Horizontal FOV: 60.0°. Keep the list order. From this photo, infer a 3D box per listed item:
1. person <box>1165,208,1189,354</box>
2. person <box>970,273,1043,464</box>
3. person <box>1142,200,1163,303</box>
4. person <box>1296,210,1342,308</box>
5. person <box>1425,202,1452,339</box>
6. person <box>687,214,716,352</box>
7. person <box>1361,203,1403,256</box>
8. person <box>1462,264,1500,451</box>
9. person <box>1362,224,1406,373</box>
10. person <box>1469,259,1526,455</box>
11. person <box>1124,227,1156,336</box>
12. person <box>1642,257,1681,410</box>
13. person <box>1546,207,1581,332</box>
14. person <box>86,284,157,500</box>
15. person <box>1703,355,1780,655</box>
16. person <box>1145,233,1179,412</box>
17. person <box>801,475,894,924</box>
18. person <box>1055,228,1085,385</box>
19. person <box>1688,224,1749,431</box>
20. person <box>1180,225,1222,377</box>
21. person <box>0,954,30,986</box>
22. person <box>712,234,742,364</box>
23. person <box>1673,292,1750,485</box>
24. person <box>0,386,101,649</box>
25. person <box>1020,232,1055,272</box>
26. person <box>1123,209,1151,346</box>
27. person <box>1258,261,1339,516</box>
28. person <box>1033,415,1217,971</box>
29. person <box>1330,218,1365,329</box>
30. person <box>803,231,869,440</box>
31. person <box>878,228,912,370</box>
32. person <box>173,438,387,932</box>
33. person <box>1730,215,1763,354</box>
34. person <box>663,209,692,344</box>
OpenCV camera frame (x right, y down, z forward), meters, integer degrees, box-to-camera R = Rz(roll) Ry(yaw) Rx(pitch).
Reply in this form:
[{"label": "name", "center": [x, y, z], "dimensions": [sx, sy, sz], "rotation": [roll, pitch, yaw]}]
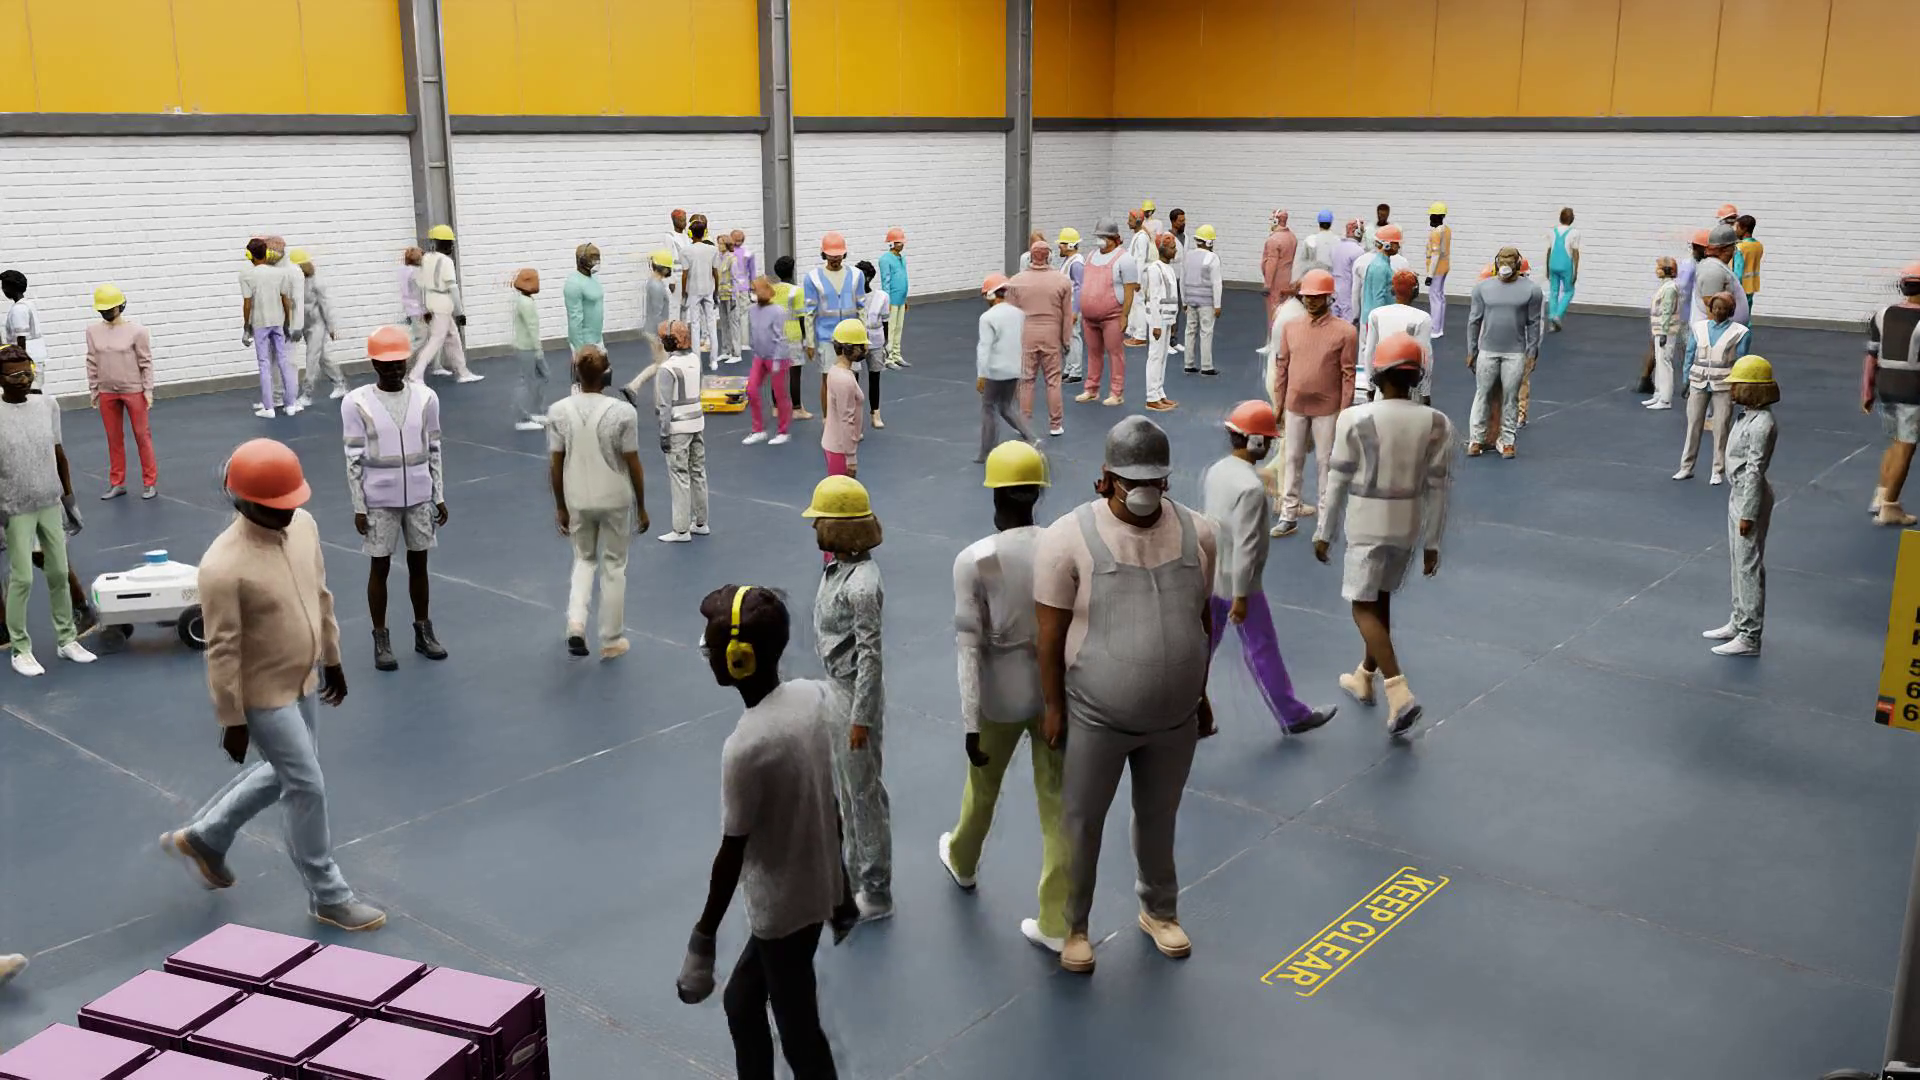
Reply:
[{"label": "person", "center": [2.864, -3.469, 22.285], "dimensions": [0.391, 1.920, 0.593], "rotation": [10, 17, 36]}, {"label": "person", "center": [0.419, -1.514, 14.883], "dimensions": [0.628, 1.717, 0.617], "rotation": [10, 17, 35]}, {"label": "person", "center": [3.188, -4.866, 28.198], "dimensions": [0.526, 1.760, 0.345], "rotation": [10, 17, 35]}, {"label": "person", "center": [4.856, -3.481, 22.411], "dimensions": [0.616, 1.888, 1.032], "rotation": [-1, 14, -2]}, {"label": "person", "center": [6.798, -3.847, 23.775], "dimensions": [0.370, 1.929, 0.585], "rotation": [9, 16, 31]}, {"label": "person", "center": [-3.480, -3.462, 22.412], "dimensions": [0.429, 1.841, 0.634], "rotation": [-5, 15, -19]}, {"label": "person", "center": [6.257, -4.046, 24.673], "dimensions": [0.642, 1.888, 0.796], "rotation": [7, 16, 26]}, {"label": "person", "center": [4.934, -1.703, 15.577], "dimensions": [0.337, 1.743, 0.563], "rotation": [2, 14, 9]}, {"label": "person", "center": [4.455, -2.331, 17.604], "dimensions": [0.407, 1.987, 0.614], "rotation": [3, 14, 13]}, {"label": "person", "center": [4.984, -1.712, 15.382], "dimensions": [0.528, 1.860, 0.322], "rotation": [-2, 14, -7]}, {"label": "person", "center": [2.647, -3.760, 24.128], "dimensions": [0.512, 1.579, 0.897], "rotation": [9, 17, 33]}, {"label": "person", "center": [7.566, -2.222, 17.891], "dimensions": [0.318, 1.630, 0.513], "rotation": [3, 14, 13]}, {"label": "person", "center": [8.874, -3.979, 24.500], "dimensions": [0.528, 1.827, 0.413], "rotation": [12, 19, 40]}, {"label": "person", "center": [-6.822, -1.196, 13.527], "dimensions": [0.524, 1.760, 0.326], "rotation": [0, 14, -1]}, {"label": "person", "center": [4.519, -0.202, 9.611], "dimensions": [0.342, 1.735, 0.484], "rotation": [4, 15, 16]}, {"label": "person", "center": [2.169, -2.329, 17.802], "dimensions": [0.356, 1.883, 0.573], "rotation": [5, 15, 21]}, {"label": "person", "center": [-0.434, 0.607, 6.349], "dimensions": [0.309, 1.743, 0.494], "rotation": [-4, 15, -15]}, {"label": "person", "center": [1.286, -2.746, 19.568], "dimensions": [0.404, 1.829, 0.600], "rotation": [-2, 14, -7]}, {"label": "person", "center": [7.613, -2.132, 16.694], "dimensions": [0.537, 2.000, 0.682], "rotation": [5, 15, 19]}, {"label": "person", "center": [2.941, -2.894, 20.161], "dimensions": [0.404, 1.830, 0.602], "rotation": [-12, 18, -40]}, {"label": "person", "center": [-3.729, 0.717, 5.790], "dimensions": [0.917, 1.792, 0.510], "rotation": [1, 14, 5]}, {"label": "person", "center": [-2.984, -3.093, 21.345], "dimensions": [0.309, 1.641, 0.514], "rotation": [-10, 17, -35]}, {"label": "person", "center": [6.405, -1.293, 14.156], "dimensions": [0.514, 1.639, 0.310], "rotation": [12, 19, 41]}, {"label": "person", "center": [-5.492, -0.291, 9.670], "dimensions": [0.675, 1.906, 0.752], "rotation": [6, 15, 22]}, {"label": "person", "center": [1.028, -3.382, 22.567], "dimensions": [0.523, 1.604, 0.538], "rotation": [-5, 15, -17]}, {"label": "person", "center": [2.456, -3.614, 22.958], "dimensions": [0.354, 1.879, 0.582], "rotation": [0, 14, 1]}, {"label": "person", "center": [2.636, -1.186, 12.913], "dimensions": [0.581, 2.000, 0.721], "rotation": [7, 16, 26]}, {"label": "person", "center": [0.626, 0.554, 5.959], "dimensions": [0.688, 2.000, 0.536], "rotation": [-4, 15, -16]}, {"label": "person", "center": [4.755, -2.958, 20.295], "dimensions": [0.396, 1.900, 0.647], "rotation": [-4, 15, -17]}, {"label": "person", "center": [-1.180, -1.947, 15.987], "dimensions": [0.619, 2.029, 0.410], "rotation": [-5, 15, -19]}, {"label": "person", "center": [-0.804, -3.018, 20.808], "dimensions": [0.318, 1.756, 0.562], "rotation": [6, 15, 23]}, {"label": "person", "center": [-2.649, 0.547, 6.207], "dimensions": [0.838, 1.940, 0.655], "rotation": [2, 14, 8]}, {"label": "person", "center": [9.716, -3.064, 20.666], "dimensions": [0.597, 1.916, 0.379], "rotation": [-12, 19, -40]}, {"label": "person", "center": [-3.828, -3.577, 22.786], "dimensions": [0.342, 1.882, 0.587], "rotation": [5, 15, 19]}]
